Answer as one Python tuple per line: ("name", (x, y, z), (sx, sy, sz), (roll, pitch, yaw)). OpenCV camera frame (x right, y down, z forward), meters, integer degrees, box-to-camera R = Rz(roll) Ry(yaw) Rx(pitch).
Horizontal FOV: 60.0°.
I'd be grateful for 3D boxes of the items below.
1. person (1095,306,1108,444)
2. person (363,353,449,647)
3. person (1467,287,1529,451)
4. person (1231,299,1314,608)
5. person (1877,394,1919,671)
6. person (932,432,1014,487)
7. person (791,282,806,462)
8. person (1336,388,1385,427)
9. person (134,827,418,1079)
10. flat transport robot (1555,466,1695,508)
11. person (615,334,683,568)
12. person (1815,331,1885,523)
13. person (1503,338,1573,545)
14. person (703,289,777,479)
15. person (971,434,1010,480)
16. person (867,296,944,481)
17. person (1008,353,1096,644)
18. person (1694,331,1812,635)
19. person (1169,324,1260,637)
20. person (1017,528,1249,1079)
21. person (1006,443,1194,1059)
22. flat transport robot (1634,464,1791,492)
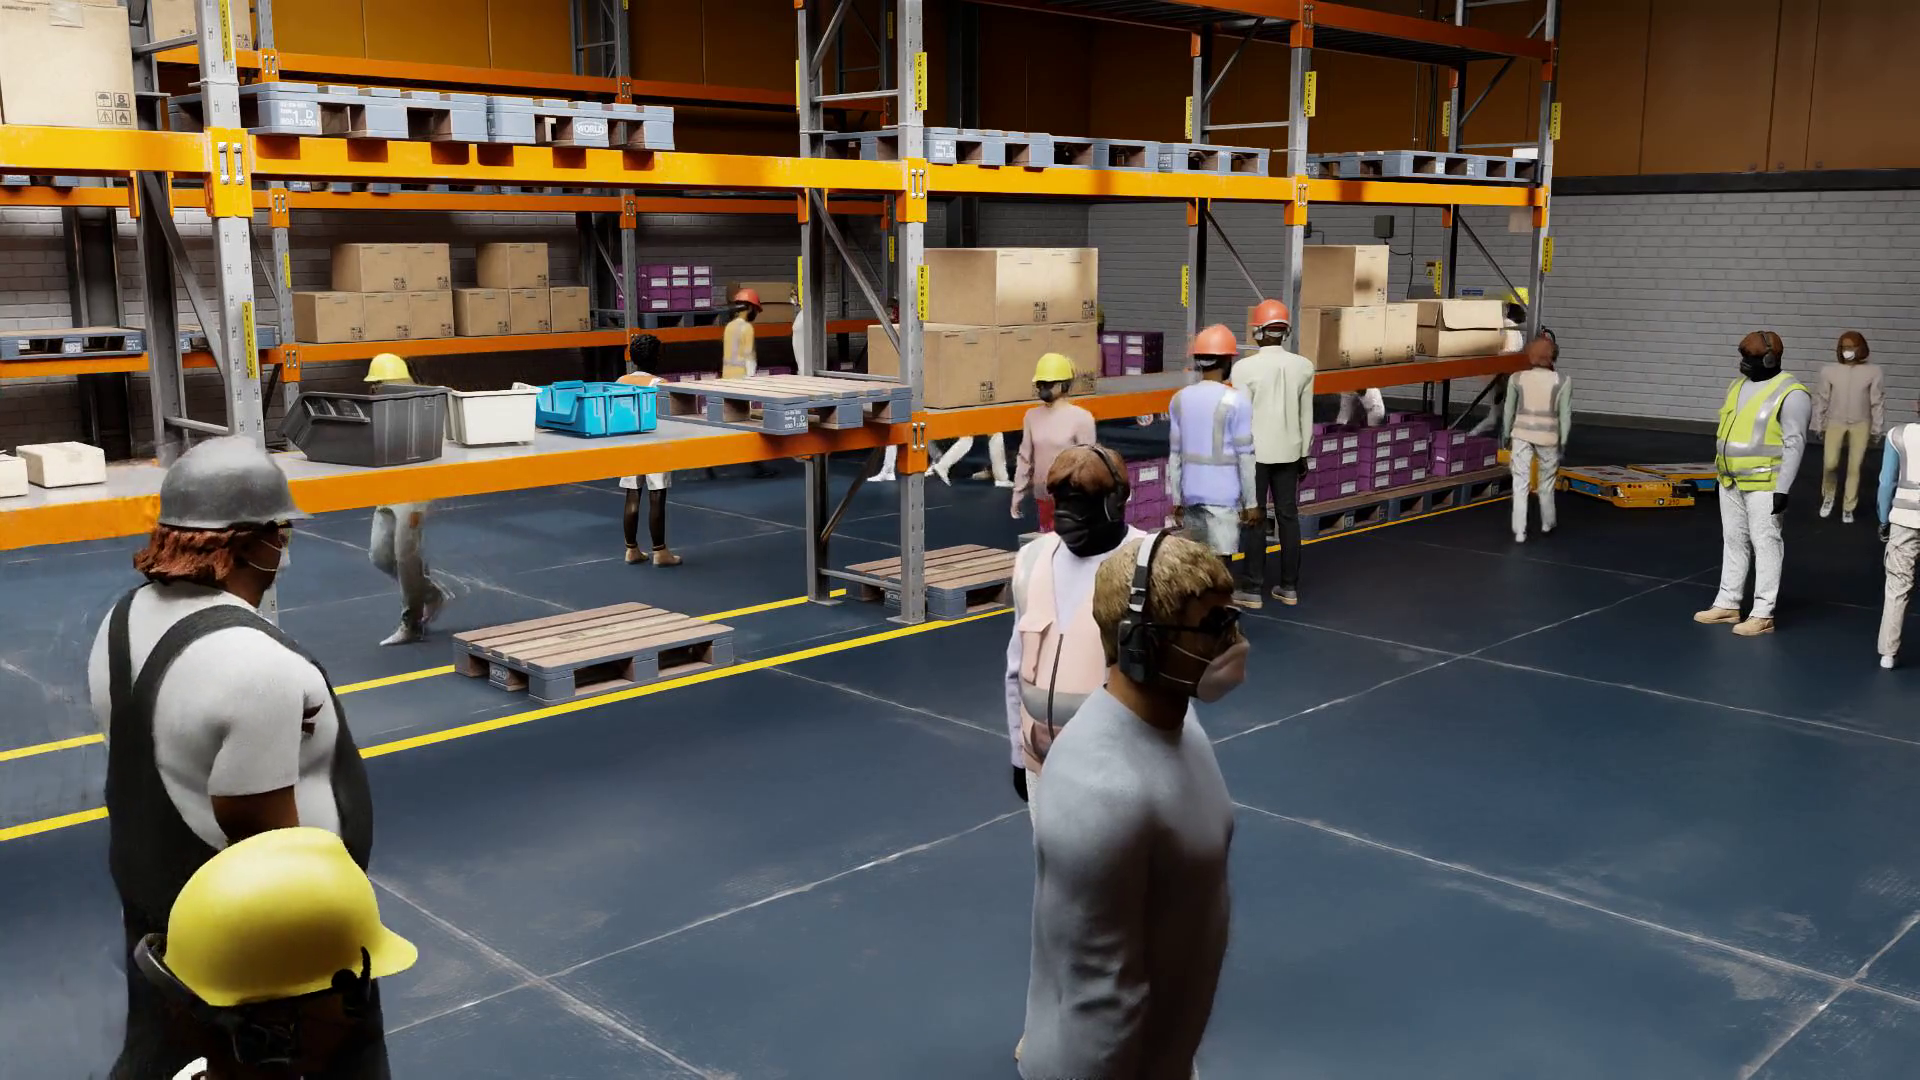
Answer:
("person", (1.225, -1.295, 15.471), (0.481, 1.751, 0.552), (-5, 12, -26))
("person", (-3.268, -0.238, 9.802), (0.486, 1.729, 0.413), (10, 14, 43))
("person", (5.408, -1.606, 16.827), (0.731, 1.896, 0.602), (1, 10, 7))
("person", (1.997, -0.556, 10.799), (0.622, 1.992, 0.396), (-4, 11, -21))
("person", (5.292, -0.067, 9.105), (0.315, 1.640, 0.515), (-10, 14, -43))
("person", (0.145, -1.287, 15.871), (0.794, 1.607, 0.522), (-2, 11, -8))
("person", (-1.626, -1.793, 17.711), (0.377, 1.936, 0.628), (-1, 10, -8))
("person", (4.262, -1.694, 17.324), (0.791, 1.875, 0.690), (0, 10, -2))
("person", (-0.775, 1.186, 1.979), (0.364, 1.755, 0.525), (-8, 13, -36))
("flat transport robot", (6.005, -0.503, 15.218), (0.652, 0.197, 1.431), (-2, 11, -10))
("person", (-2.281, -0.646, 12.106), (0.539, 1.695, 0.318), (6, 12, 29))
("person", (7.440, -0.942, 13.930), (0.516, 1.615, 0.349), (6, 12, 28))
("person", (4.550, -0.784, 13.117), (0.531, 1.594, 0.847), (6, 12, 28))
("person", (-2.228, -1.512, 16.315), (0.763, 1.889, 0.596), (-5, 12, -26))
("person", (0.296, -1.483, 16.314), (0.415, 1.824, 0.543), (-6, 12, -32))
("person", (-0.484, -1.474, 16.293), (0.798, 1.833, 0.561), (-4, 11, -19))
("person", (0.585, -0.266, 9.983), (0.548, 1.720, 0.927), (10, 14, 43))
("person", (4.803, -0.346, 10.091), (0.430, 1.838, 0.619), (-3, 11, -14))
("person", (1.373, -0.263, 9.455), (0.823, 1.912, 0.554), (-8, 13, -38))
("person", (0.295, 0.933, 2.835), (0.376, 1.940, 0.629), (3, 11, 15))
("person", (0.377, 0.640, 4.726), (0.627, 1.840, 0.429), (9, 13, 39))
("flat transport robot", (6.978, -0.583, 15.651), (1.431, 0.197, 0.652), (-2, 11, -10))
